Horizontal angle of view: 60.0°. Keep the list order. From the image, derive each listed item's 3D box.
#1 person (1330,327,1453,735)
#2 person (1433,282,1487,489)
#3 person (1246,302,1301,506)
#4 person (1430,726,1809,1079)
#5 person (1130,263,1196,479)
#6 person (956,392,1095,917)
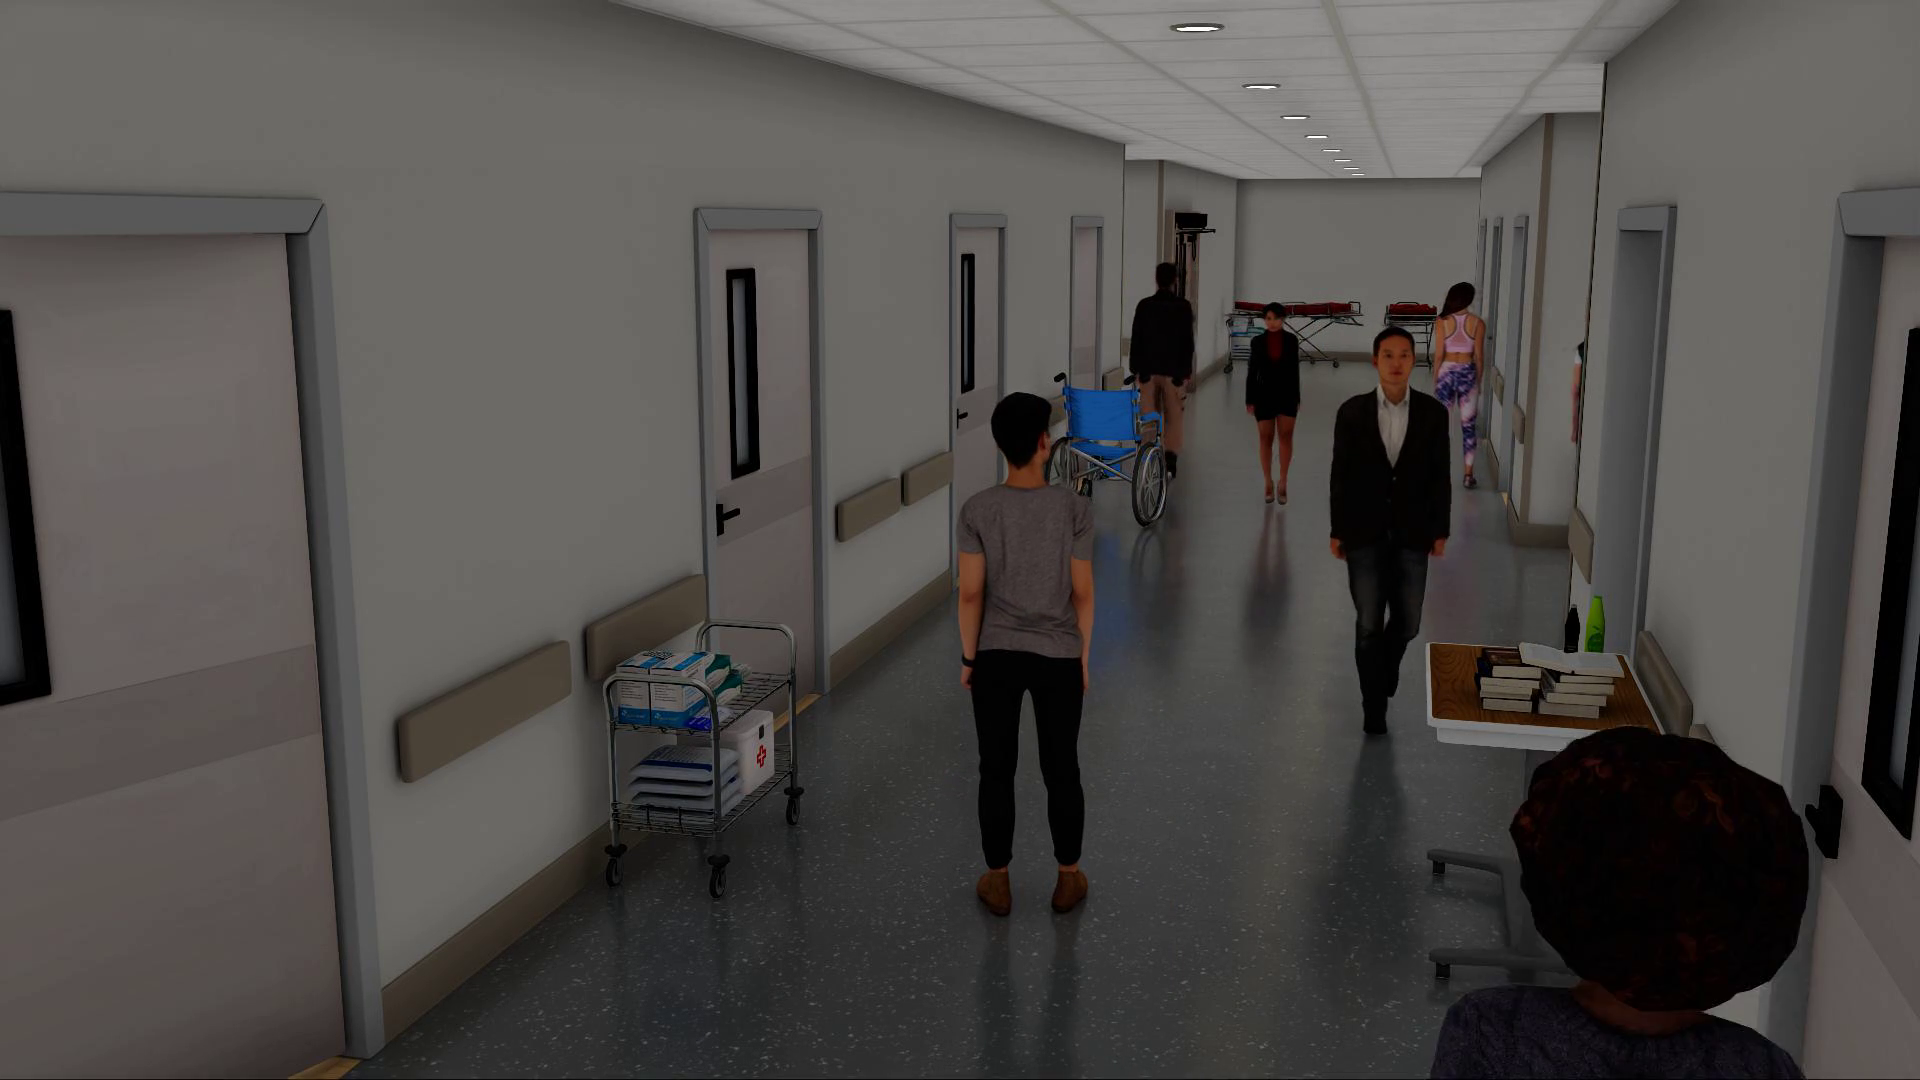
[{"bbox_3d":[1.918,-0.053,7.498,0.731,1.790,0.918,2,11,10],"label":"person"},{"bbox_3d":[4.282,-1.333,14.309,0.577,1.765,0.516,2,11,12],"label":"person"},{"bbox_3d":[2.537,-1.099,13.448,0.599,1.627,0.657,2,11,11],"label":"person"},{"bbox_3d":[0.680,1.069,1.844,0.586,1.693,0.927,3,11,16],"label":"person"},{"bbox_3d":[1.750,-1.423,14.397,0.806,1.909,0.909,1,11,3],"label":"person"},{"bbox_3d":[0.217,0.373,5.451,0.648,1.717,0.602,0,11,2],"label":"person"}]
